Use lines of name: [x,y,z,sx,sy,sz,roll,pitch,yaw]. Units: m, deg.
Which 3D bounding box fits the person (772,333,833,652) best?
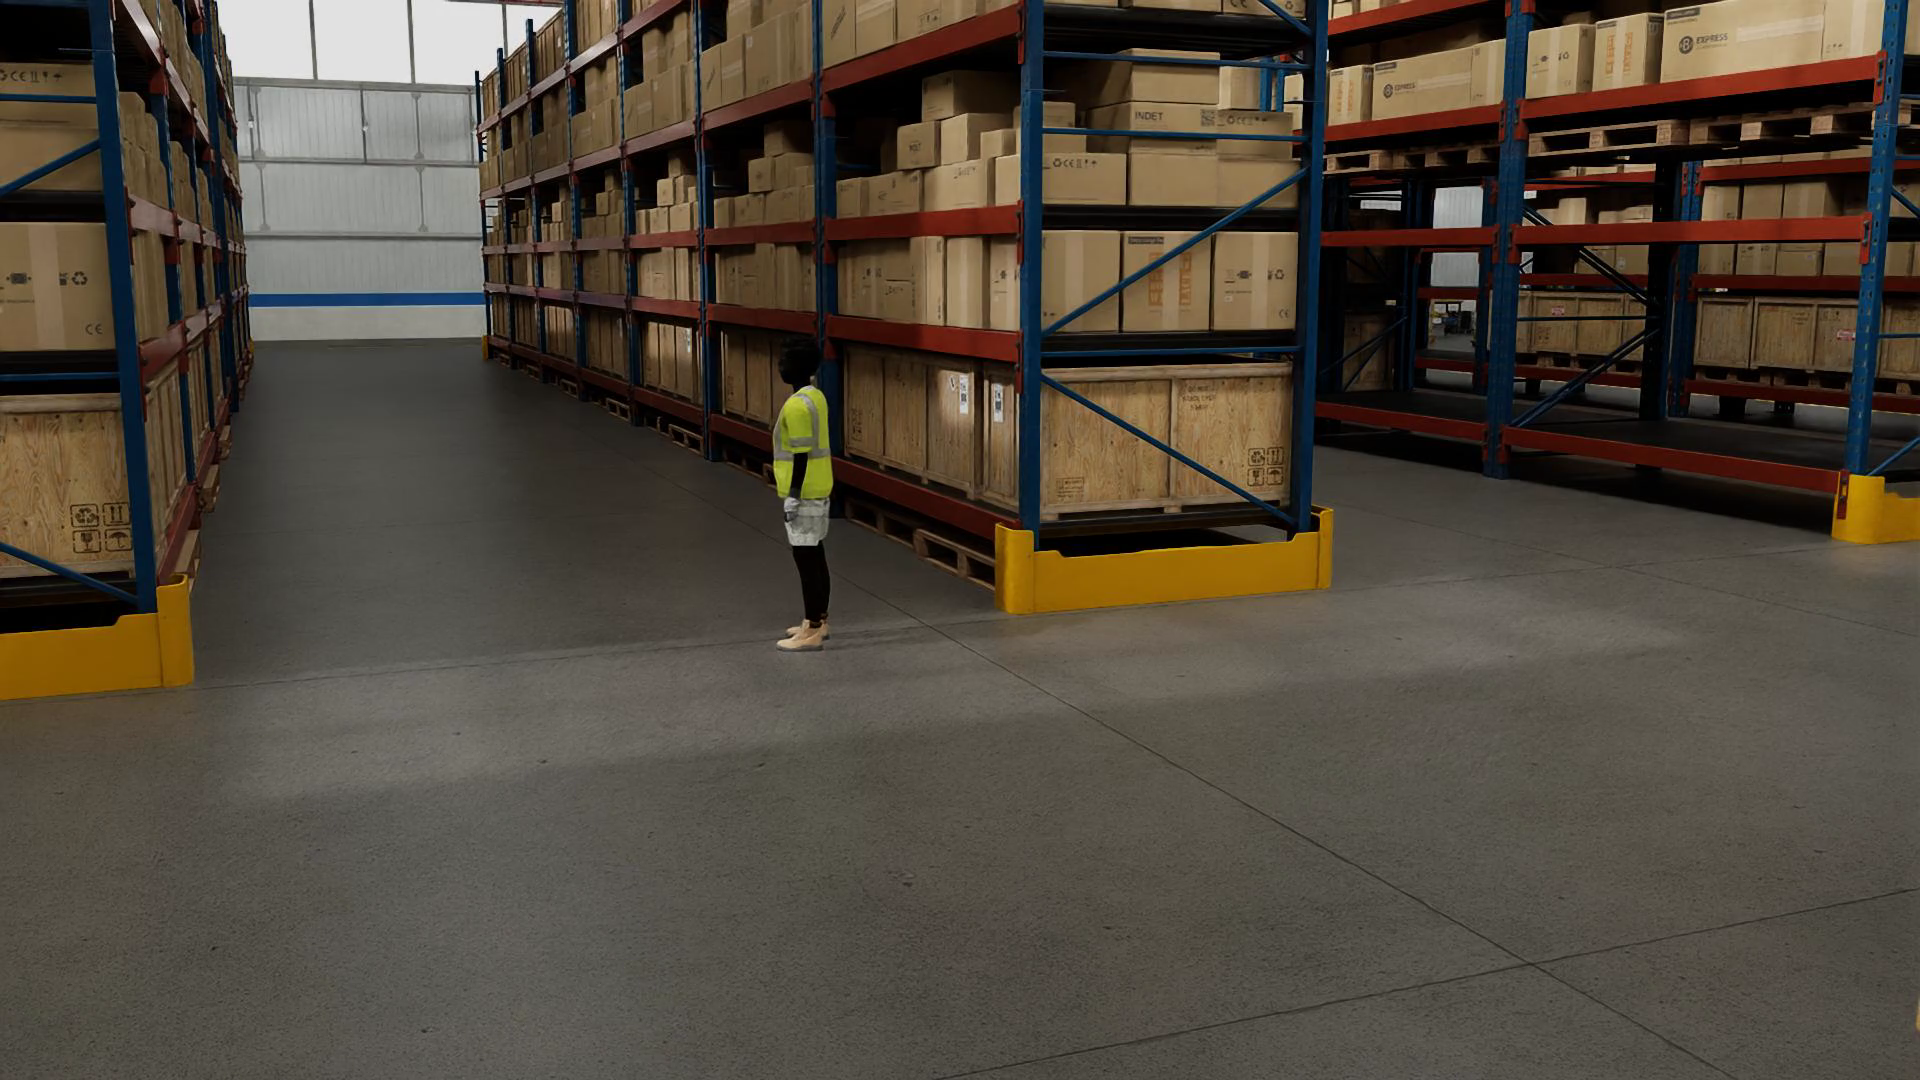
person: [-0.843,-0.252,8.909,0.315,1.696,0.541,1,10,6]
